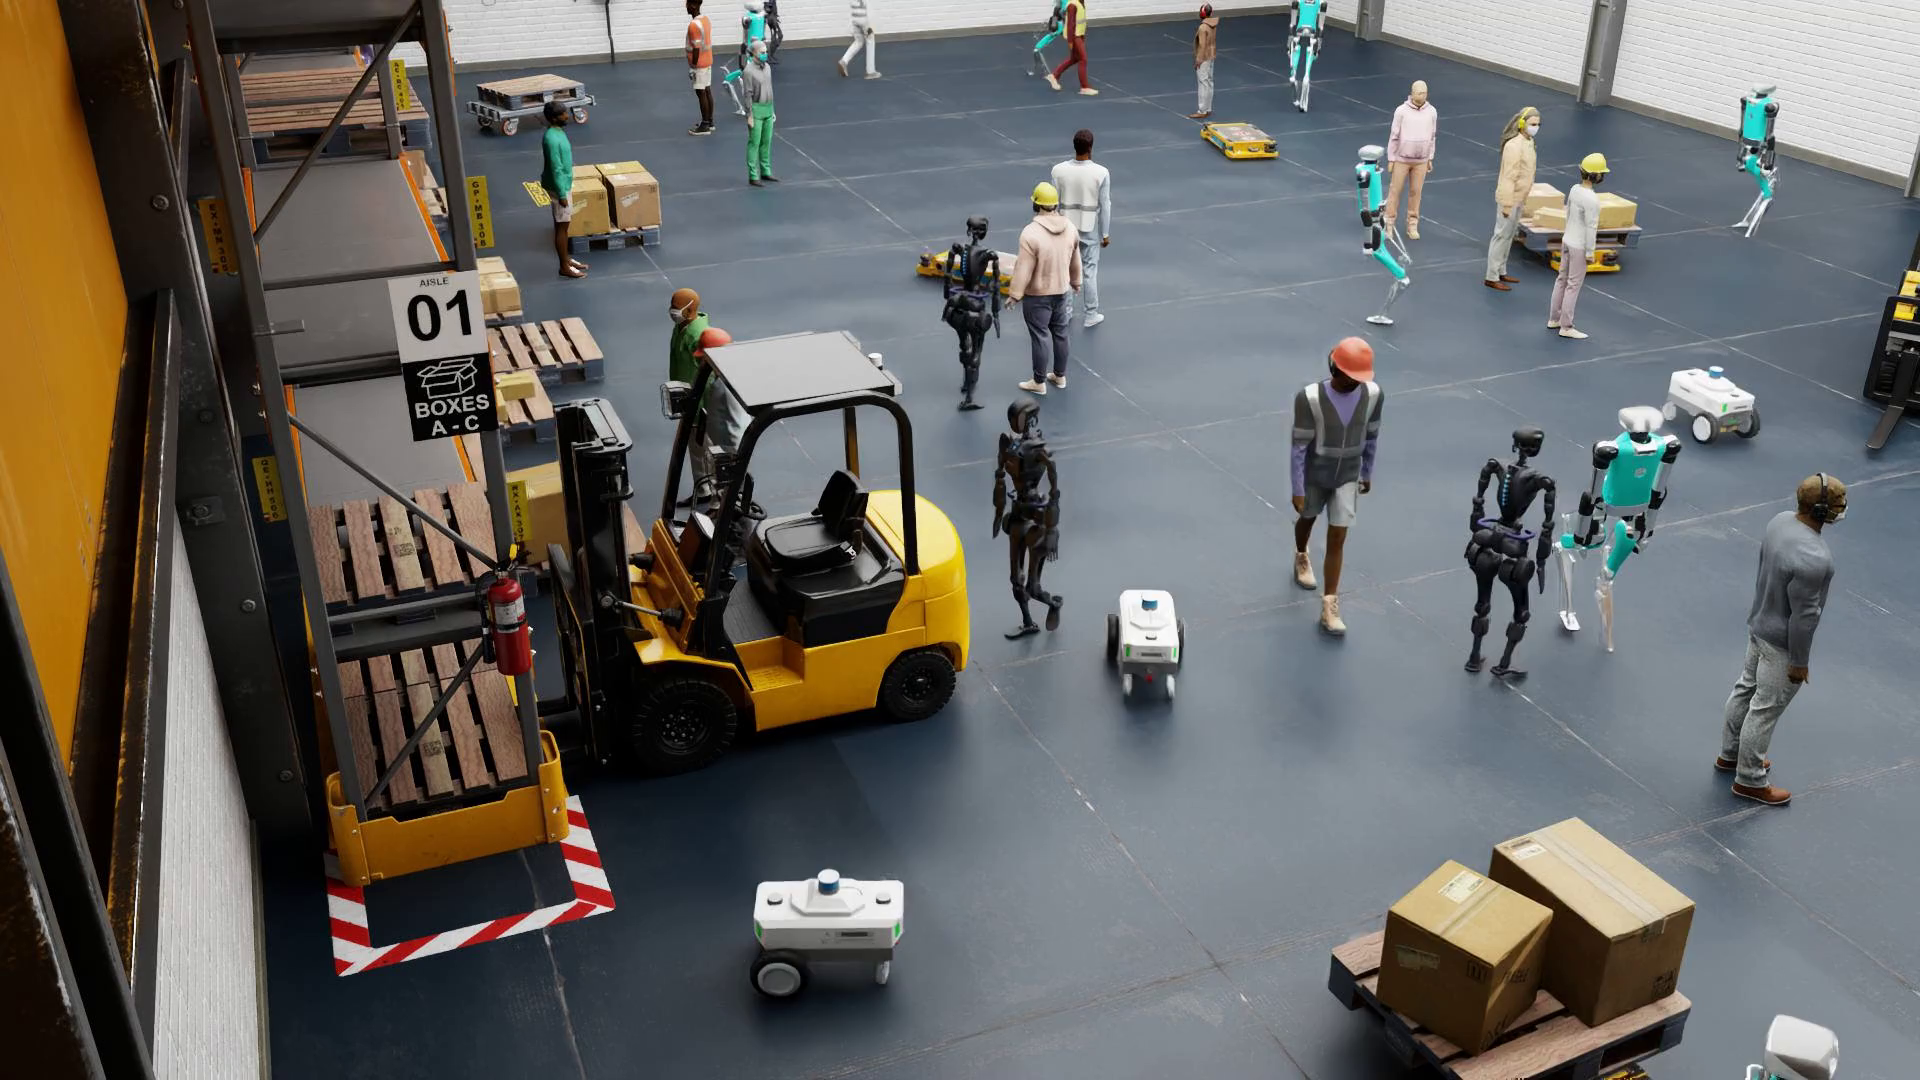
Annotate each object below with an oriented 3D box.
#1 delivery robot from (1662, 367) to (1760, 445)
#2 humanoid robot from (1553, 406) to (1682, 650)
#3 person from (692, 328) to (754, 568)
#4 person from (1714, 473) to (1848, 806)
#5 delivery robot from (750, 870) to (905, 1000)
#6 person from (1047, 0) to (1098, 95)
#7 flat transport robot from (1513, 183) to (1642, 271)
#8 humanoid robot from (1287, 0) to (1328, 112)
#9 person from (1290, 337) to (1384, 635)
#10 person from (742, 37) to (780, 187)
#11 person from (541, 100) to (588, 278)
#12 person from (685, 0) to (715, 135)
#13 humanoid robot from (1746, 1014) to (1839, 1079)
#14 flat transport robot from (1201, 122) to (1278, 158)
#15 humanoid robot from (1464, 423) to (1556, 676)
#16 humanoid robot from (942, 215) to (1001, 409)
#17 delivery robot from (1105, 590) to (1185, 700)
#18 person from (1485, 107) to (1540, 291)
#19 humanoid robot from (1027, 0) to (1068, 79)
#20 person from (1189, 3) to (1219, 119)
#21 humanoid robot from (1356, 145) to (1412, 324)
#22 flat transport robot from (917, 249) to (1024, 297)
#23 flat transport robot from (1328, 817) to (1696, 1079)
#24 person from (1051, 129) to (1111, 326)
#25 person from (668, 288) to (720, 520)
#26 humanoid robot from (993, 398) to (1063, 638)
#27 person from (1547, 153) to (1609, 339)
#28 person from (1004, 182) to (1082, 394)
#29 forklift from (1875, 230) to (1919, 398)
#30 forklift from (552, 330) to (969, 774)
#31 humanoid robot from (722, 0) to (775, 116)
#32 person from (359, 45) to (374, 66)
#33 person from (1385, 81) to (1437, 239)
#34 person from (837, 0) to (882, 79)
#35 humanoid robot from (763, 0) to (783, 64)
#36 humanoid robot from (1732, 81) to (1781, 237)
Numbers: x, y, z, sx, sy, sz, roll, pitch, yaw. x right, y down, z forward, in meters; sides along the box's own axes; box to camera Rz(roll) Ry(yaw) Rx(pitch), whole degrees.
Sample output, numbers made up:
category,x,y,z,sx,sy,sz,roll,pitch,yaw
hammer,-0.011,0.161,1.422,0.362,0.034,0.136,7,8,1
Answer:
category,x,y,z,sx,sy,sz,roll,pitch,yaw
delivery robot,6.302,-1.159,13.968,0.499,0.589,0.792,-8,28,-16
humanoid robot,4.077,-0.118,10.630,0.553,1.783,0.874,-3,27,-6
person,-1.636,-0.649,11.635,0.369,1.742,0.580,-8,28,-16
person,4.493,0.526,9.085,0.372,1.940,0.626,3,27,6
delivery robot,-0.631,1.843,7.994,0.734,0.587,0.525,0,27,0
person,1.771,-7.866,25.999,0.823,1.740,0.477,10,28,19
flat transport robot,6.725,-3.267,18.485,0.659,0.231,1.431,-2,27,-4
humanoid robot,5.156,-7.287,24.949,0.554,1.877,0.820,6,27,11
person,2.446,-0.436,10.965,0.609,1.974,1.057,-1,27,-3
person,-2.526,-5.419,21.014,0.325,1.842,0.524,16,31,29
person,-4.232,-3.714,17.617,0.397,1.850,0.491,-3,27,-6
person,-3.690,-6.745,23.517,0.368,1.966,0.603,4,27,8
humanoid robot,2.447,2.352,5.733,0.731,1.838,0.545,10,29,20
flat transport robot,3.855,-5.526,22.978,0.659,0.231,1.431,-4,27,-8
humanoid robot,3.376,0.062,10.303,0.351,1.643,0.584,-22,34,-36
humanoid robot,0.091,-2.002,14.421,0.612,1.631,0.660,16,31,29
delivery robot,1.179,0.617,10.464,0.499,0.614,0.818,1,27,2
person,5.735,-3.555,17.275,0.393,1.875,0.554,18,32,31
humanoid robot,1.405,-8.327,27.017,0.893,1.854,0.539,10,29,20
person,3.597,-7.039,24.445,0.326,1.651,0.460,15,30,27
humanoid robot,4.170,-2.906,16.182,0.750,1.811,0.532,11,29,21
flat transport robot,0.292,-2.876,17.708,1.431,0.231,0.659,20,33,34
flat transport robot,2.428,2.227,7.557,0.659,0.231,1.431,-13,29,-23
person,1.167,-3.020,16.160,0.588,1.919,0.393,9,28,18
person,-1.946,-1.006,12.303,0.383,1.782,0.548,-16,31,-29
humanoid robot,0.475,-0.141,10.717,0.451,1.633,0.610,-20,33,-34
person,5.936,-2.819,15.928,0.308,1.768,0.522,-3,27,-5
person,0.758,-2.187,14.558,0.800,1.867,0.422,-19,32,-32
forklift,9.029,-2.397,14.618,1.214,2.155,2.313,18,32,32
forklift,-1.094,0.010,9.831,2.313,2.155,1.214,-10,28,-20
humanoid robot,-3.166,-6.988,24.228,0.923,1.716,0.567,14,30,25
person,-9.134,-7.838,25.870,0.941,1.797,0.591,2,27,4
person,5.108,-4.310,18.873,0.539,1.781,0.398,0,27,0
person,-1.634,-8.396,26.916,0.714,1.861,0.583,-23,34,-37
humanoid robot,-3.165,-8.911,28.142,0.355,1.640,0.609,-6,27,-11
humanoid robot,9.199,-4.321,18.966,0.733,1.803,0.538,-7,28,-14
